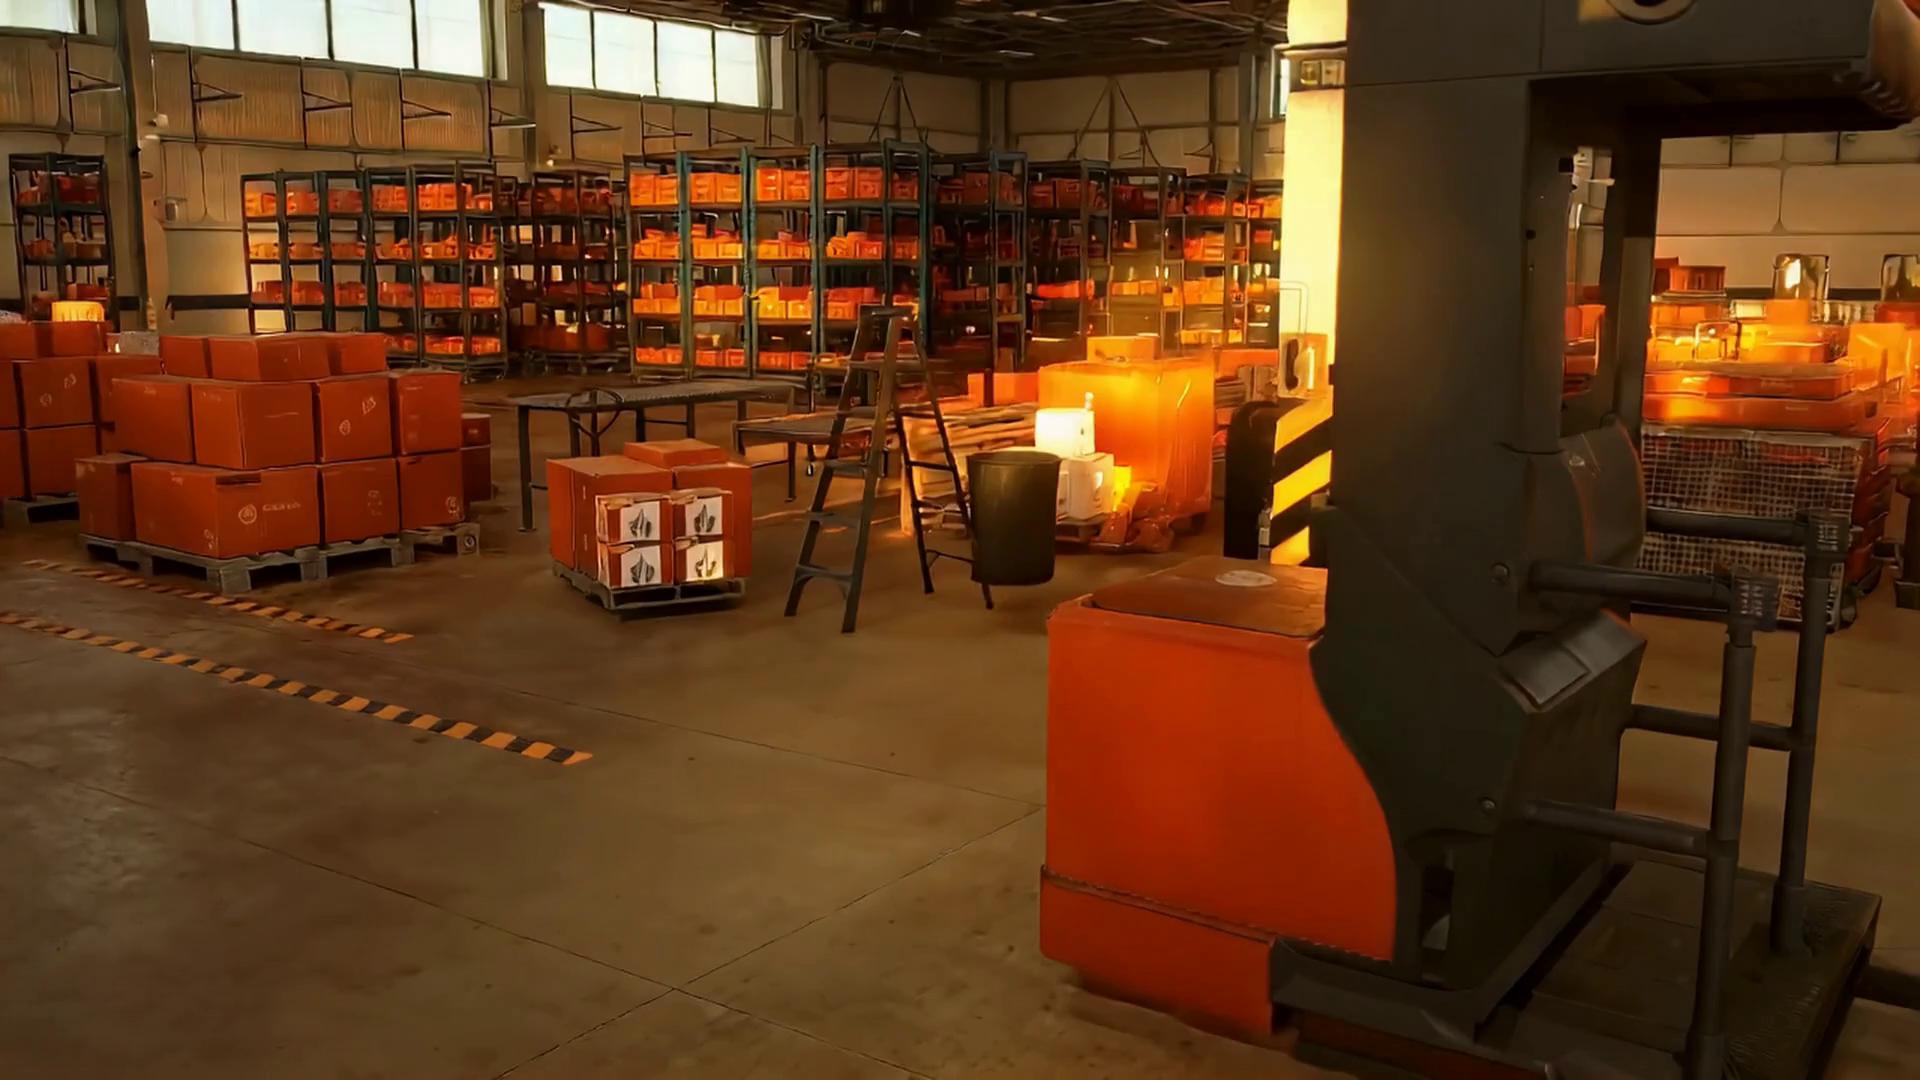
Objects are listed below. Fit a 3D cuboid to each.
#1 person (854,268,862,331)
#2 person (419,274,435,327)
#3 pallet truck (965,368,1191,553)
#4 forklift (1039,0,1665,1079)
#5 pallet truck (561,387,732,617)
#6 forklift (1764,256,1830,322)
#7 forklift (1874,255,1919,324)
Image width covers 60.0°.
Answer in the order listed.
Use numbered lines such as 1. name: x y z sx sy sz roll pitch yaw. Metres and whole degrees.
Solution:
1. person: -2.092 -4.612 33.496 0.373 2.042 0.614 -1 10 -9
2. person: -11.561 -4.893 36.075 0.359 1.742 0.562 4 11 25
3. pallet truck: 0.845 -0.609 11.869 1.630 1.274 0.653 7 12 35
4. forklift: 1.249 -0.137 4.360 1.873 2.768 1.129 7 12 35
5. pallet truck: -1.981 -0.274 10.088 0.680 1.201 1.601 -5 11 -28
6. forklift: 20.253 -5.854 40.139 1.157 1.987 2.680 7 12 35
7. forklift: 22.089 -5.634 38.796 1.157 1.987 2.680 6 11 33
